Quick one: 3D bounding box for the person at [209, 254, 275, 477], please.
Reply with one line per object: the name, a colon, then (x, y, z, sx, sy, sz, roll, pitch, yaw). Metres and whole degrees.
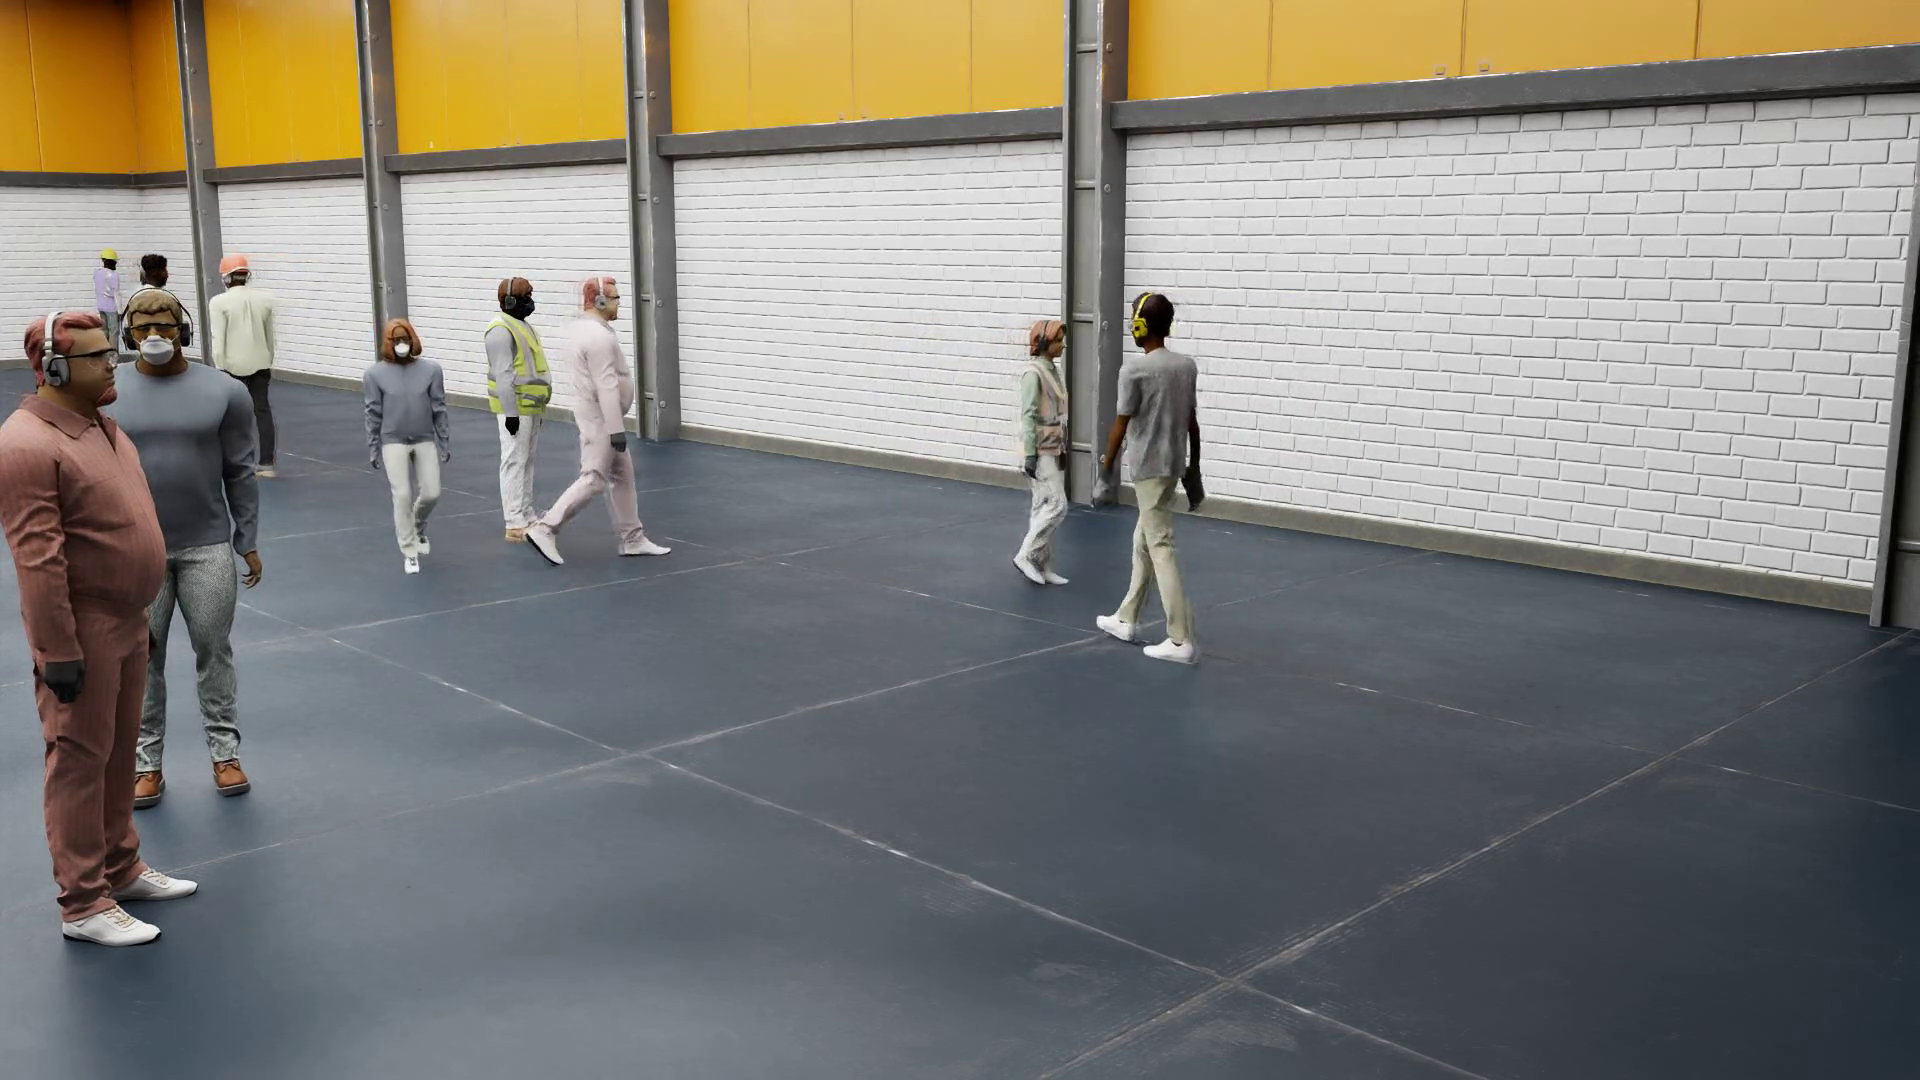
person: (-6.445, -1.556, 14.832, 0.922, 1.955, 0.660, 8, 13, 36)

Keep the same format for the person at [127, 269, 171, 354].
person: (-8.634, -2.034, 17.905, 0.435, 1.801, 0.699, 1, 10, 8)

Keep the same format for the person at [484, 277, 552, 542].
person: (-3.077, -0.915, 11.680, 0.429, 1.844, 0.627, 0, 10, 0)

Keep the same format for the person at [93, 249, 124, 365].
person: (-13.706, -3.732, 26.848, 0.580, 1.918, 0.399, 6, 12, 30)

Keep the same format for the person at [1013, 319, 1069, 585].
person: (0.529, -0.518, 10.070, 0.370, 1.625, 0.536, 4, 11, 19)

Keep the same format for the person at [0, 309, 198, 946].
person: (-2.626, 0.262, 5.072, 0.410, 1.913, 0.643, -1, 10, -7)

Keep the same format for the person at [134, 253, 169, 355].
person: (-8.076, -1.922, 16.857, 0.648, 1.949, 0.467, 9, 14, 41)

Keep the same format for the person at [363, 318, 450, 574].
person: (-3.531, -0.609, 10.618, 0.514, 1.615, 0.461, -6, 12, -28)

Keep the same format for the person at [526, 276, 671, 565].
person: (-2.385, -0.776, 10.822, 0.897, 1.878, 0.648, -3, 11, -17)

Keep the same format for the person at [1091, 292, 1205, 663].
person: (0.897, -0.324, 8.456, 0.530, 1.830, 0.868, -9, 14, -40)

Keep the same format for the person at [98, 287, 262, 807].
person: (-2.960, 0.028, 6.271, 0.627, 1.941, 0.371, -5, 12, -25)
